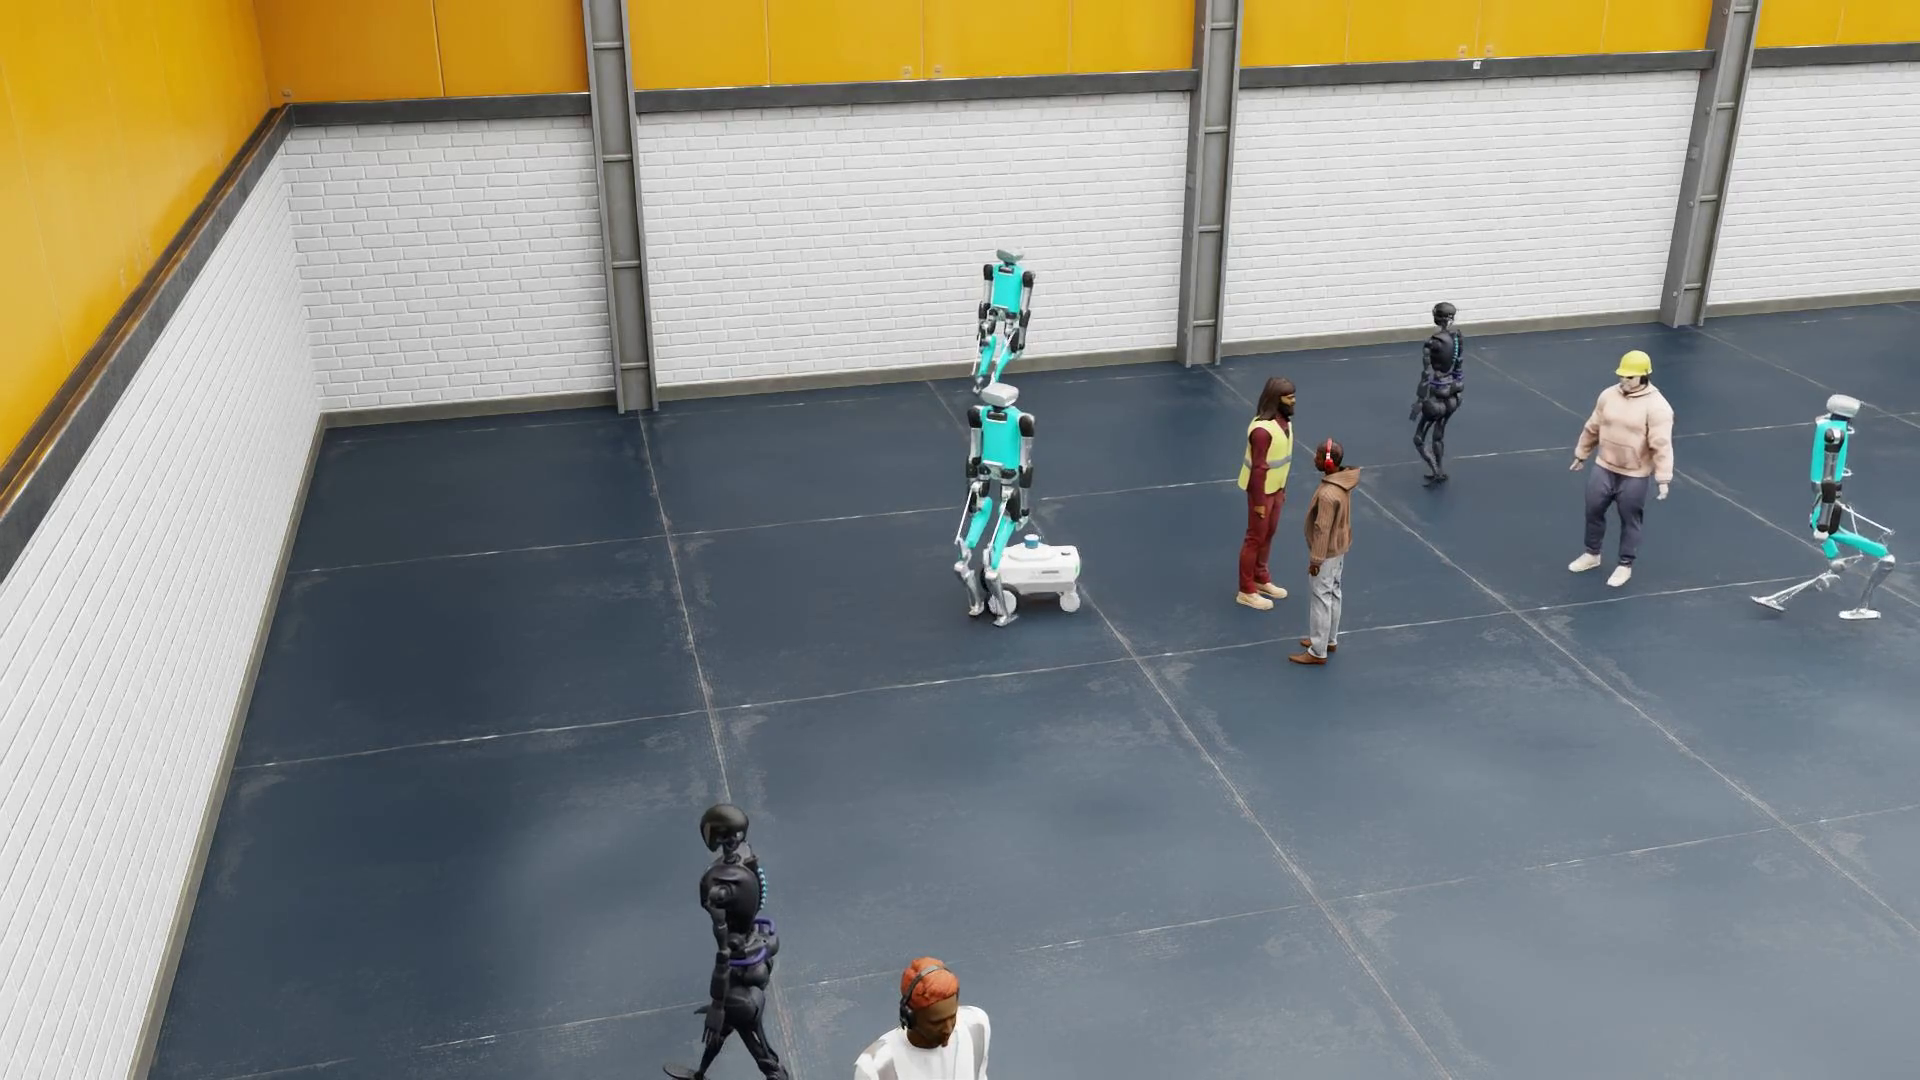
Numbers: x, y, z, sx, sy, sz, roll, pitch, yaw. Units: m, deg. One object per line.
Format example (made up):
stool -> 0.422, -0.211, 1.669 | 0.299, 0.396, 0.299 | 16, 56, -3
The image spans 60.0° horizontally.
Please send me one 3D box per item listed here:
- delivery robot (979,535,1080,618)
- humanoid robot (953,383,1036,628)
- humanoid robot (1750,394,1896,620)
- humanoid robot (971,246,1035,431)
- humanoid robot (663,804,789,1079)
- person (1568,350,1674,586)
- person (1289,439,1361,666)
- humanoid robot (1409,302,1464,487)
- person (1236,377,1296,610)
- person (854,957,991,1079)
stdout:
delivery robot -> 0.511, 0.246, 12.429 | 0.754, 0.581, 0.499 | -2, 24, -3
humanoid robot -> 0.187, -0.210, 11.969 | 0.543, 1.758, 0.716 | 13, 27, 27
humanoid robot -> 6.409, -0.162, 11.952 | 1.046, 1.759, 0.555 | 9, 25, 20
humanoid robot -> 0.299, -1.849, 15.736 | 0.547, 1.733, 0.887 | 12, 27, 26
humanoid robot -> -1.026, 1.898, 7.345 | 0.757, 1.630, 0.607 | 3, 24, 7
person -> 5.056, -0.557, 12.657 | 0.439, 1.856, 0.811 | -20, 31, -38
person -> 2.527, 0.086, 11.457 | 0.327, 1.648, 0.462 | 11, 26, 24
humanoid robot -> 4.185, -1.264, 14.485 | 0.610, 1.652, 0.427 | -19, 30, -37
person -> 2.270, -0.360, 12.332 | 0.387, 1.766, 0.470 | 15, 28, 31
person -> -0.112, 2.320, 6.087 | 0.583, 1.883, 0.345 | -17, 29, -33
